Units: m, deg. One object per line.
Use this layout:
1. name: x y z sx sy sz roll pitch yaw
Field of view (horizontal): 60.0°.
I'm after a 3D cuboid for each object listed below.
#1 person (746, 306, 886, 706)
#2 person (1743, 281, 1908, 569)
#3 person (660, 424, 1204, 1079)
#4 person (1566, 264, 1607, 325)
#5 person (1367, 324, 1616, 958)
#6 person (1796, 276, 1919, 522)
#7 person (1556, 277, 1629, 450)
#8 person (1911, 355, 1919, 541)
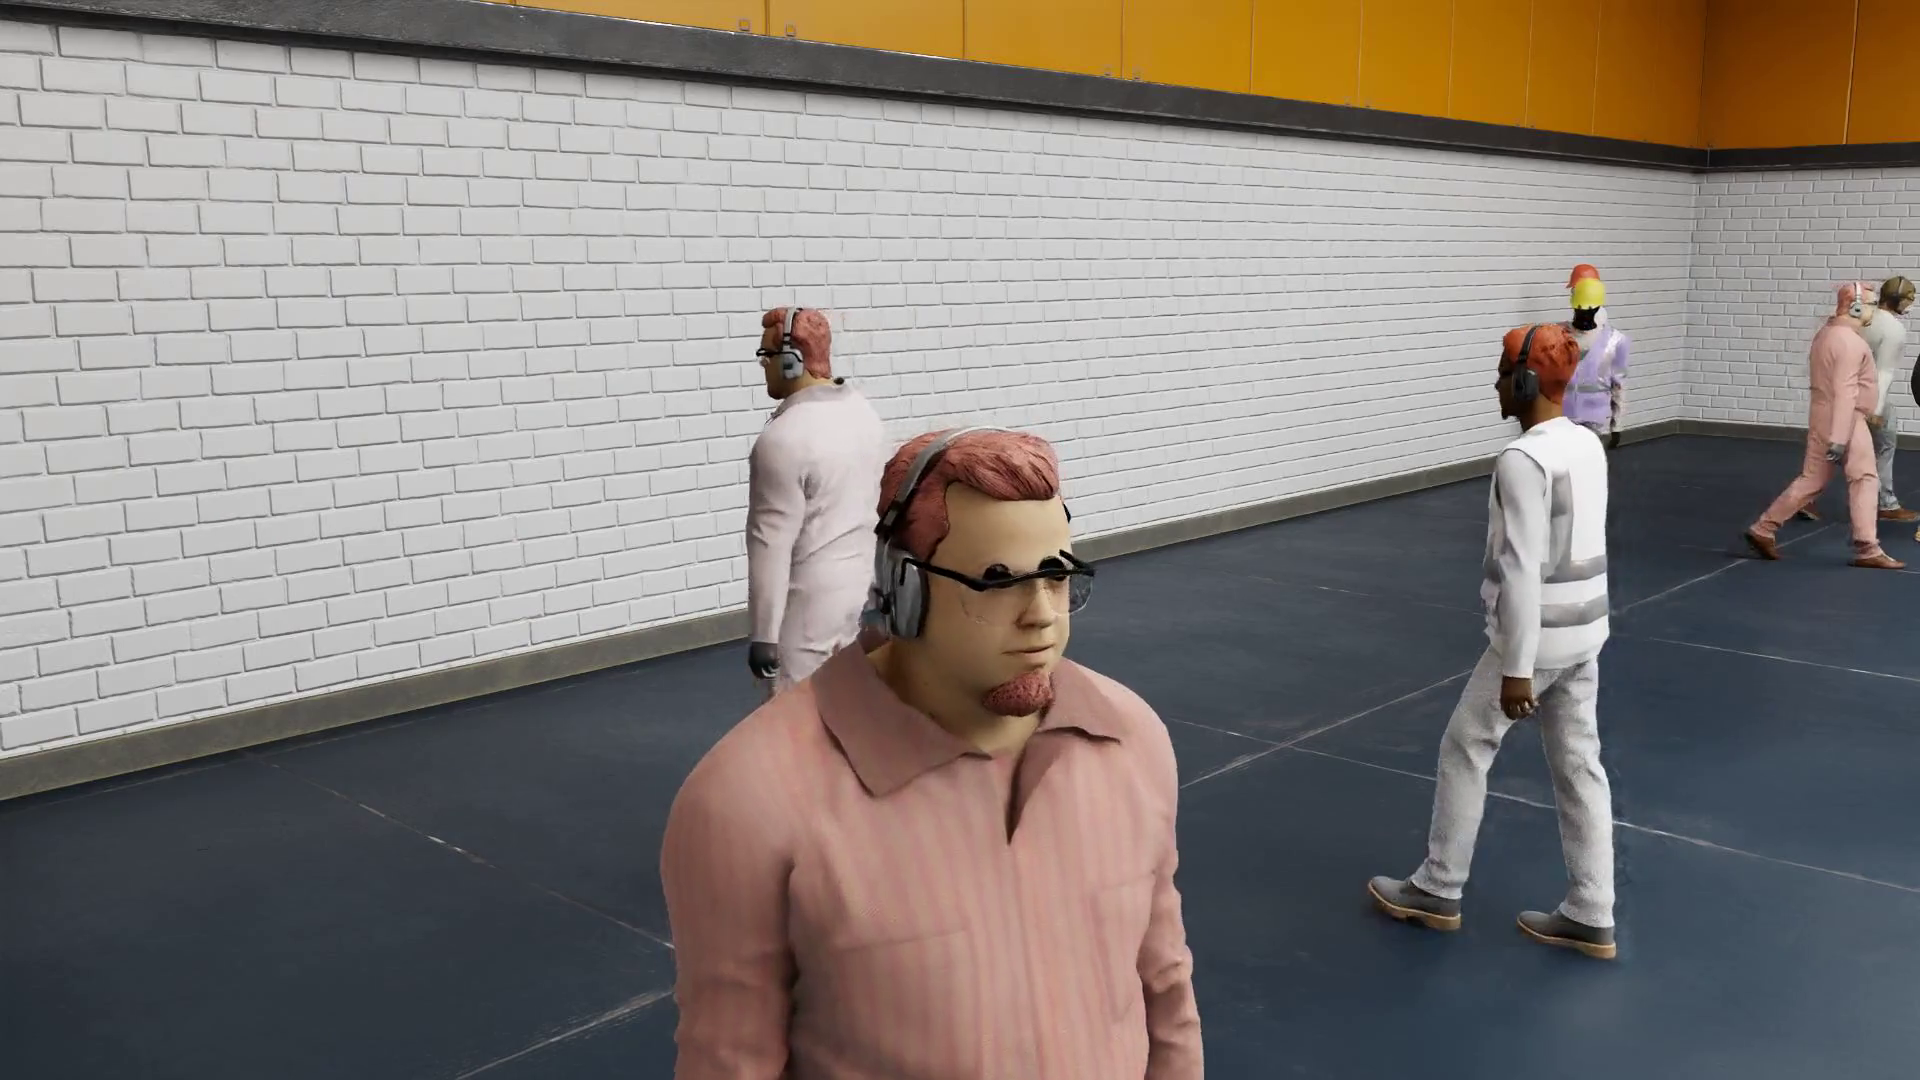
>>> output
1. person: -0.463 0.202 5.333 0.547 1.892 0.669 5 11 24
2. person: 5.690 -0.749 10.844 0.912 1.872 0.642 2 10 9
3. person: 0.031 0.816 1.875 0.680 1.904 0.486 -7 12 -34
4. person: 5.663 -1.541 15.166 0.365 1.932 0.543 0 10 1
5. person: 1.631 0.289 4.974 0.848 1.847 0.603 9 14 43
6. person: 6.781 -1.042 12.515 0.991 1.881 0.706 0 10 -1
7. person: 4.243 -0.859 11.425 0.609 1.889 0.716 5 11 25
8. person: 7.021 -0.997 11.759 0.537 2.000 0.678 7 12 34
